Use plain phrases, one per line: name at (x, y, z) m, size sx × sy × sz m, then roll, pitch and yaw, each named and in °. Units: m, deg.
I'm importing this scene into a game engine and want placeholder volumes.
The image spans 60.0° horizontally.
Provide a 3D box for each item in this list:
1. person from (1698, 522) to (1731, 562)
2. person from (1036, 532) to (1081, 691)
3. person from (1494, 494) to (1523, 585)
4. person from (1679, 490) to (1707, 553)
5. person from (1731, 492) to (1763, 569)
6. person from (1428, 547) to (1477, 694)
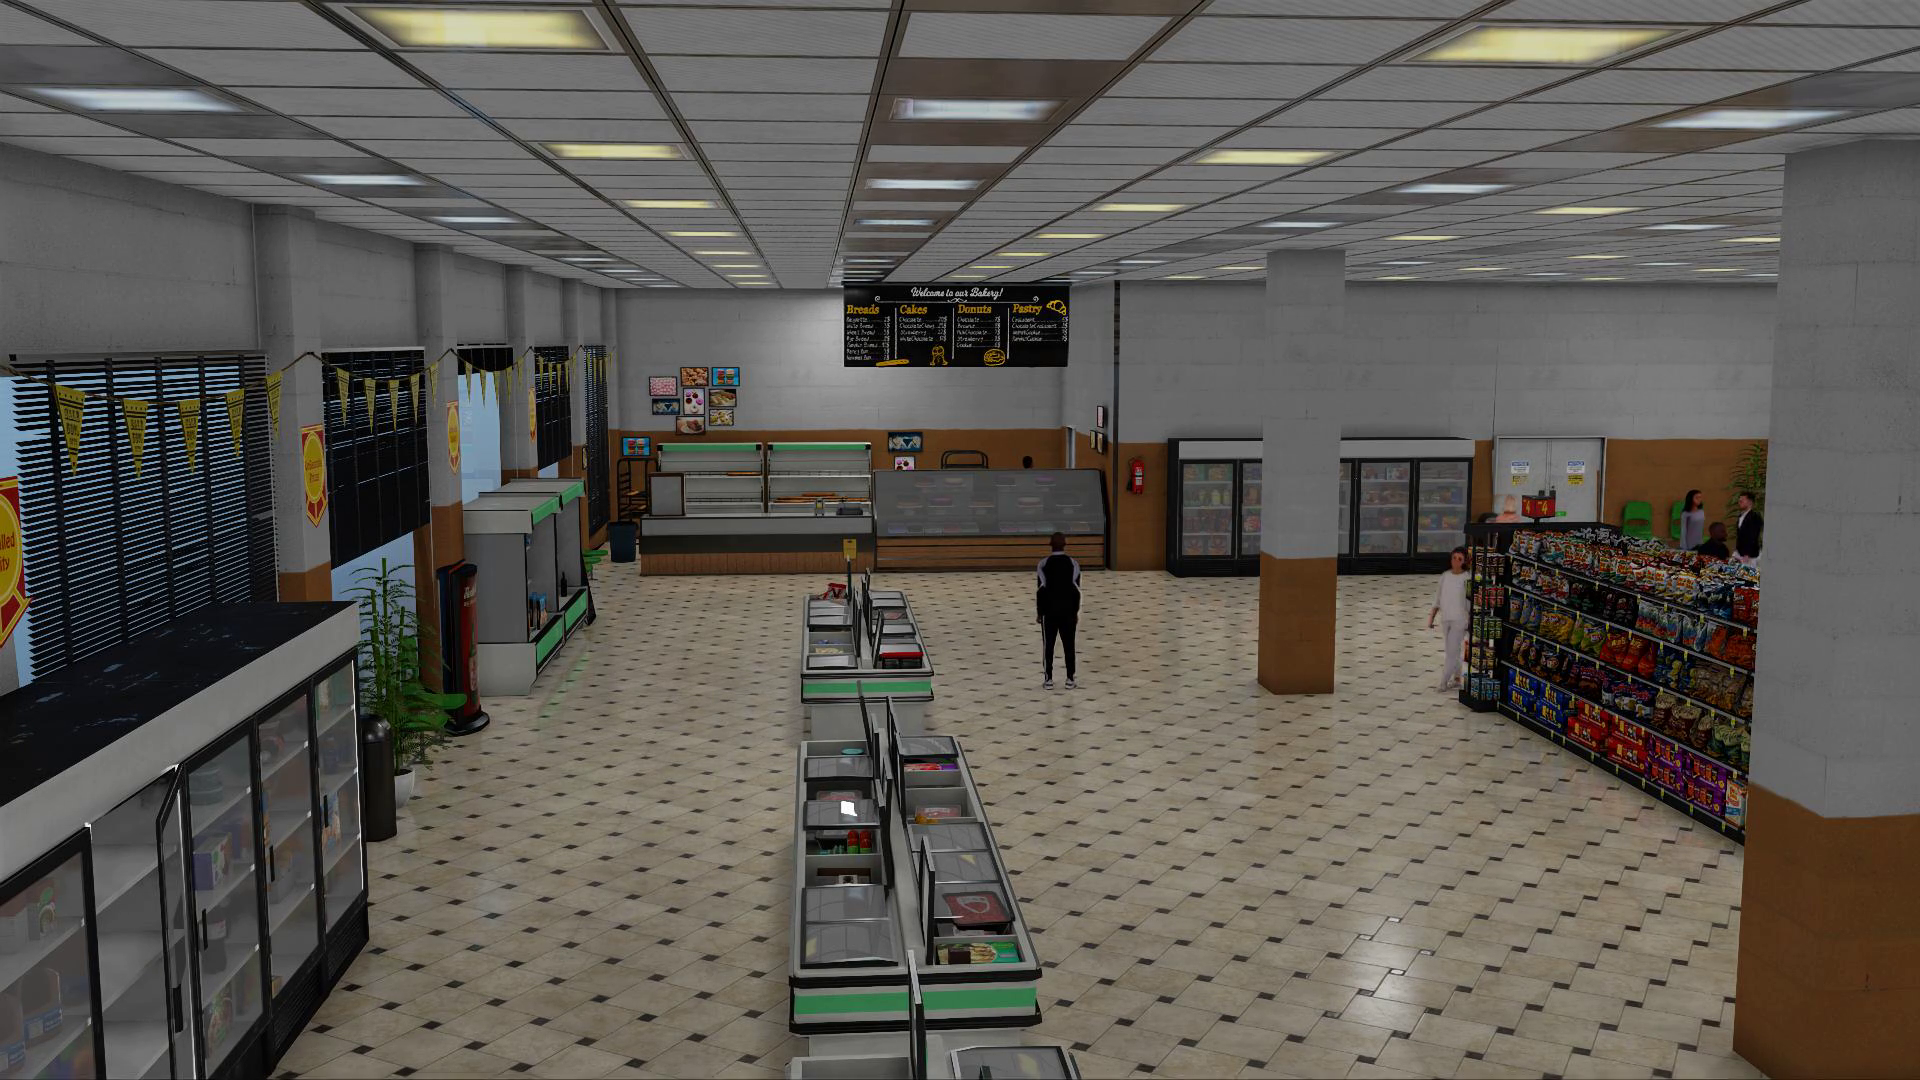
person at (9.117, 0.678, 20.153) m, size 0.788 × 1.819 × 0.809 m, roll -6°, pitch 9°, yaw -41°
person at (1.129, 0.801, 19.099) m, size 0.684 × 1.827 × 0.595 m, roll 0°, pitch 7°, yaw 3°
person at (8.083, 0.192, 24.666) m, size 1.009 × 1.700 × 1.019 m, roll -6°, pitch 9°, yaw -40°
person at (11.084, 0.106, 25.391) m, size 0.823 × 1.698 × 1.151 m, roll -3°, pitch 7°, yaw -20°
person at (11.373, 0.231, 23.853) m, size 0.810 × 1.819 × 0.900 m, roll 0°, pitch 7°, yaw 0°
person at (5.686, 0.906, 18.906) m, size 0.957 × 1.665 × 0.919 m, roll -4°, pitch 8°, yaw -33°
